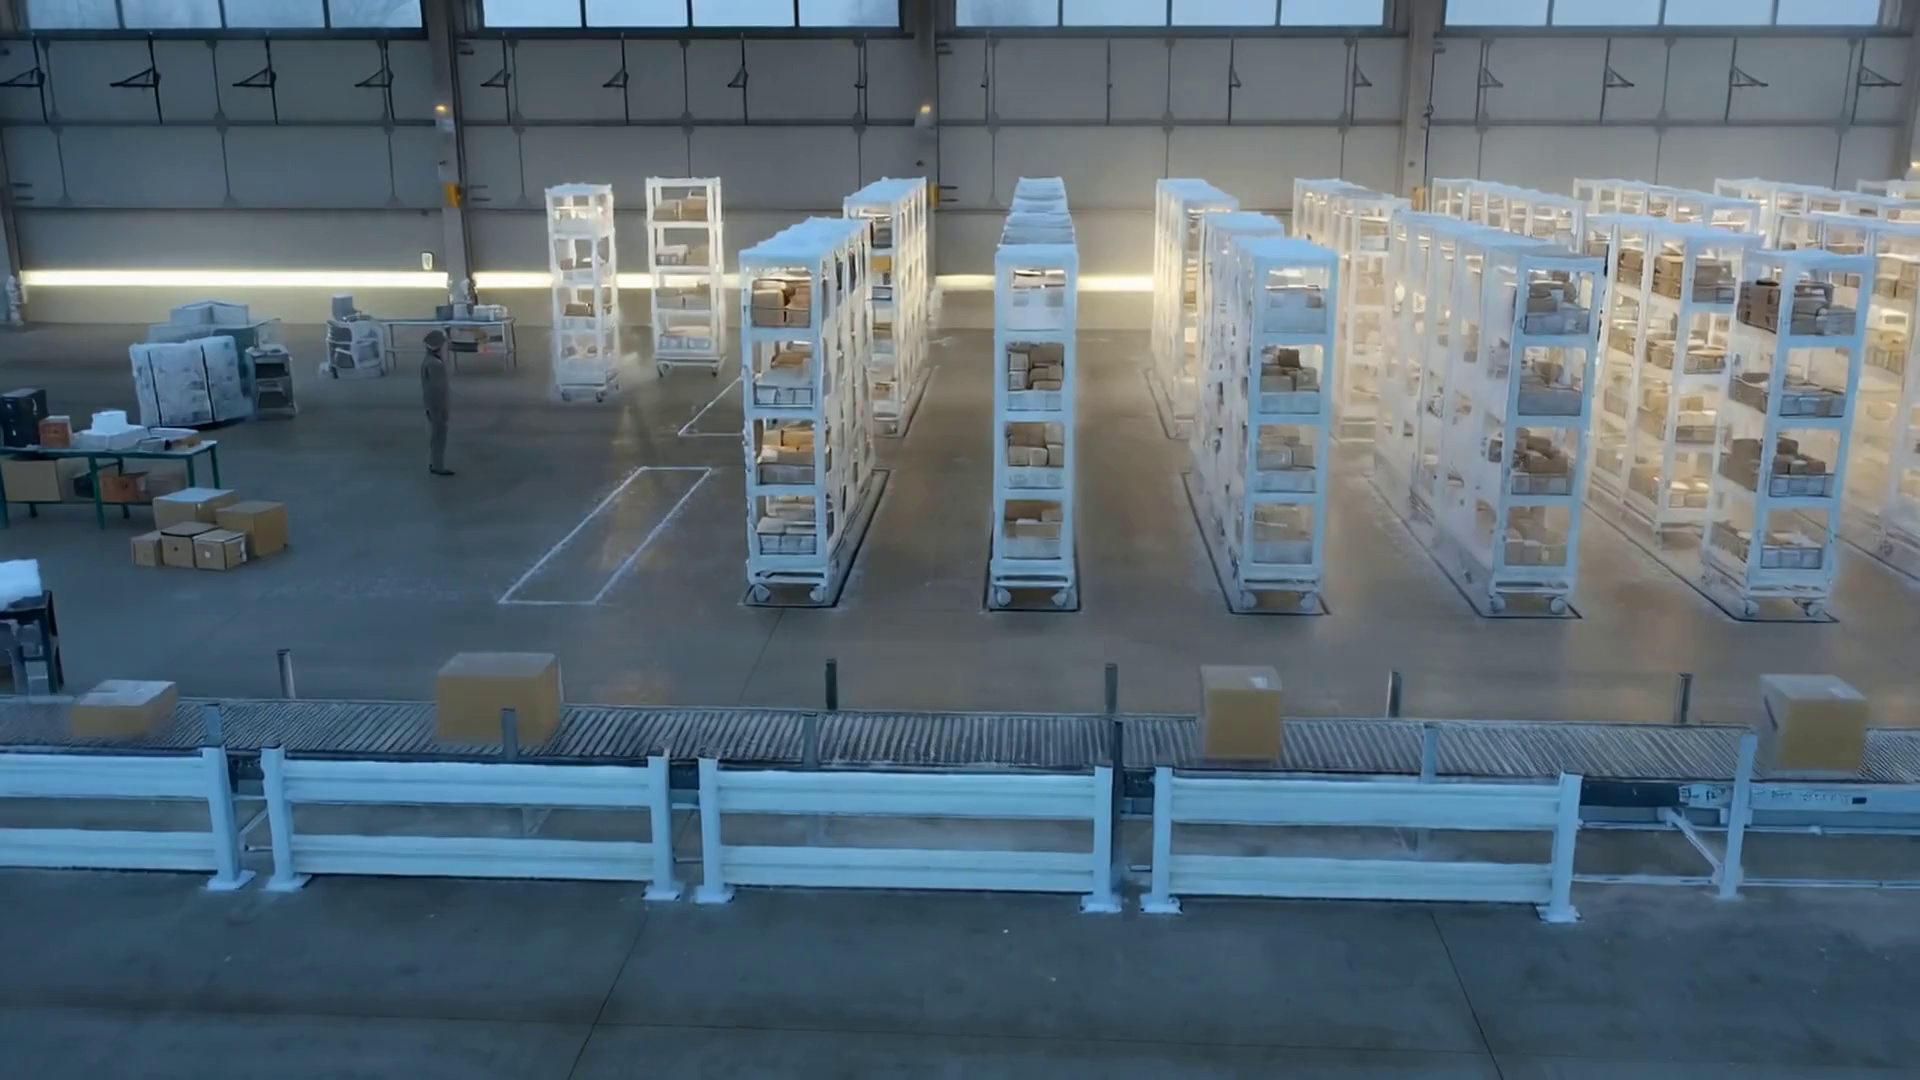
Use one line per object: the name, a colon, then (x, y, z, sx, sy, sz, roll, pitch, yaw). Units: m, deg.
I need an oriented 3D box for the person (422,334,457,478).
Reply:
person: (-7.111, -1.815, 22.585, 0.390, 1.968, 0.718, -8, 17, -27)
